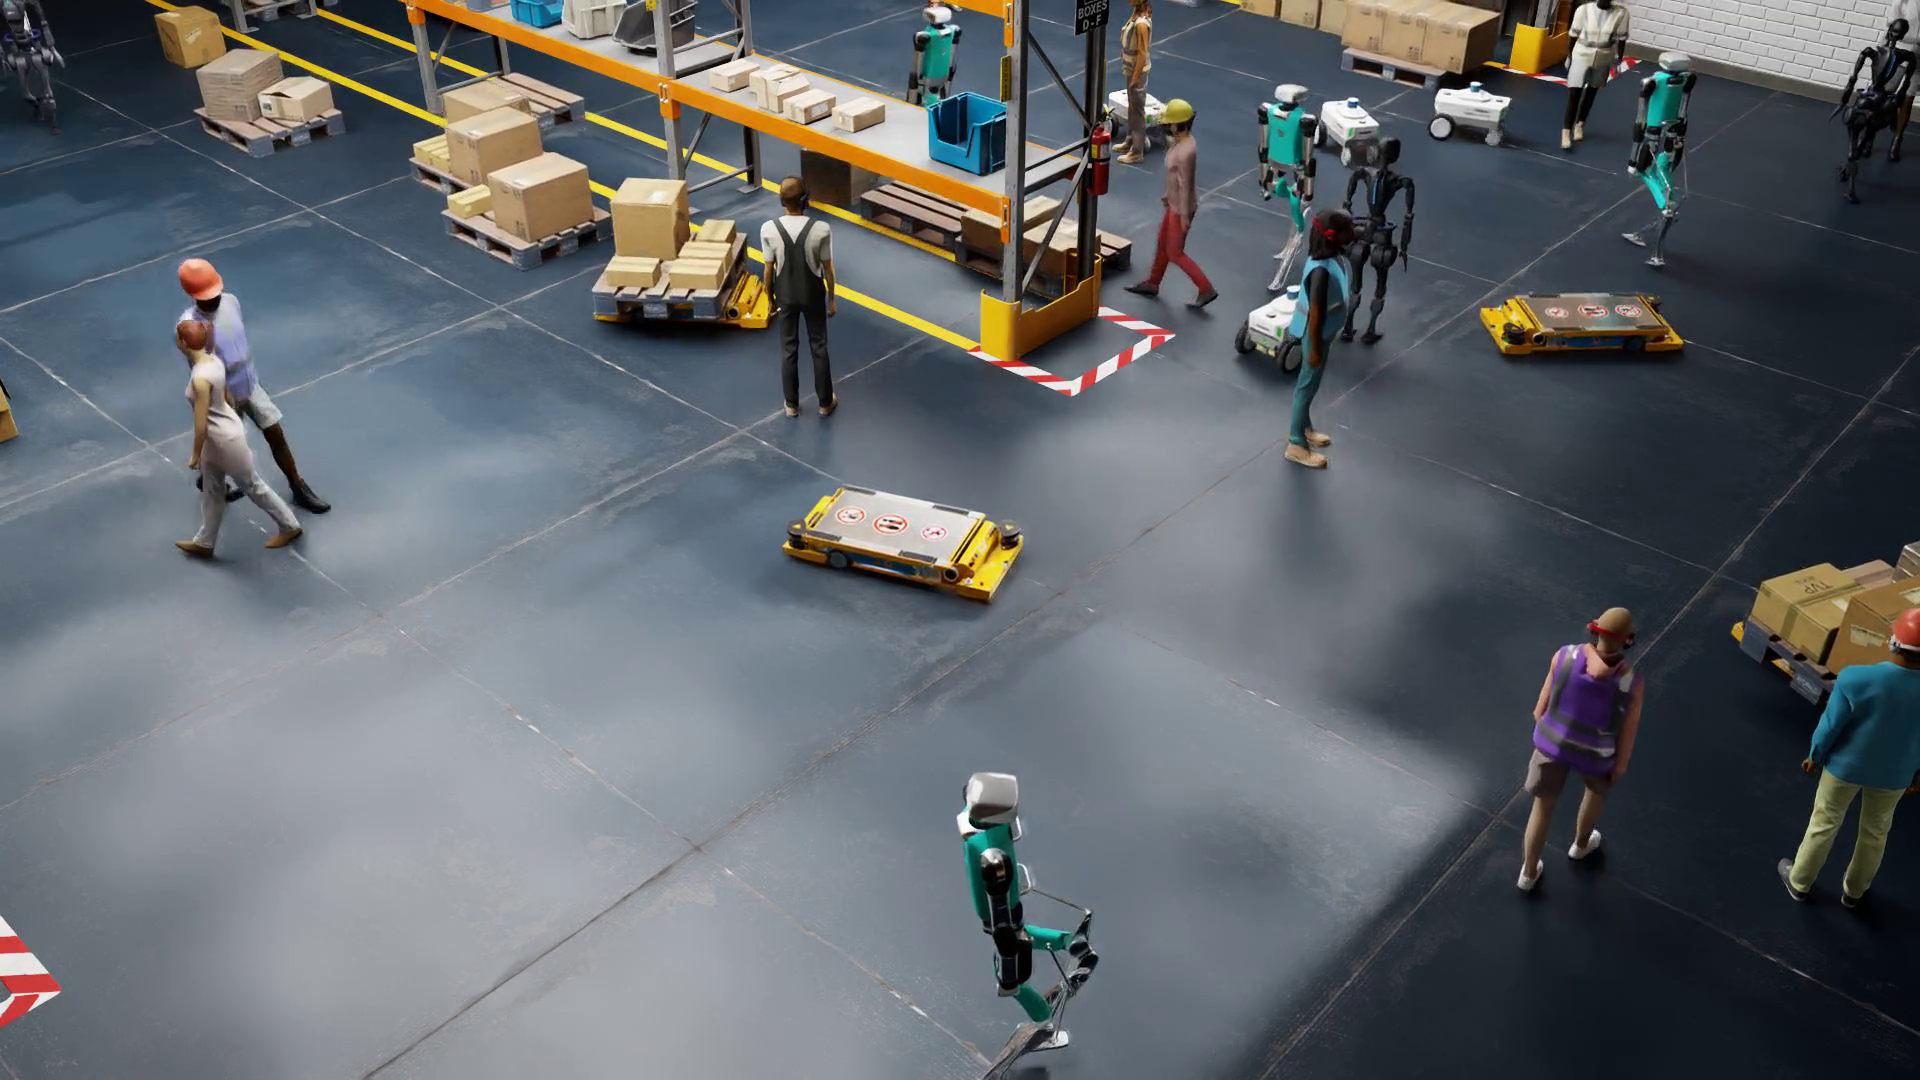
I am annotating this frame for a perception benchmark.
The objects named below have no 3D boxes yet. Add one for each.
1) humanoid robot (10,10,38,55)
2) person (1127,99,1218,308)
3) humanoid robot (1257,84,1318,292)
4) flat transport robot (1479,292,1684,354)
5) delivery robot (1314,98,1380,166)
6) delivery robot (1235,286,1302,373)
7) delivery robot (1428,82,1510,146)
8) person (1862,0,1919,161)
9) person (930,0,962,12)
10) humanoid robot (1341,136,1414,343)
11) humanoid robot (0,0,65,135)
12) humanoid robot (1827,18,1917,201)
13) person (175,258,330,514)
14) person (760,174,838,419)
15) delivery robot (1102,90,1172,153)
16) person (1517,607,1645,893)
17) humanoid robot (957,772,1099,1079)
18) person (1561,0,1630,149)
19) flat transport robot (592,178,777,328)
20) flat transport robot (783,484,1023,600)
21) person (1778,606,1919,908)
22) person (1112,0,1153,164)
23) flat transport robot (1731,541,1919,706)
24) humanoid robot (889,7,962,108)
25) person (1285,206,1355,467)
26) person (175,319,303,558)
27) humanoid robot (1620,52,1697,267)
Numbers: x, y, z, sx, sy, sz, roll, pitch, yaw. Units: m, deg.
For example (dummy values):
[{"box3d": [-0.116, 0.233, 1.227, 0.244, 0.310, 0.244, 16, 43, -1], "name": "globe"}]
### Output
[{"box3d": [-10.850, -6.445, 18.870, 0.538, 1.783, 0.867, -15, 37, -21], "name": "humanoid robot"}, {"box3d": [1.749, -2.701, 13.442, 0.777, 1.723, 0.573, 5, 35, 7], "name": "person"}, {"box3d": [2.831, -2.996, 13.886, 0.537, 1.778, 0.889, 27, 43, 34], "name": "humanoid robot"}, {"box3d": [4.970, -1.729, 13.315, 1.431, 0.231, 0.659, -2, 35, -2], "name": "flat transport robot"}, {"box3d": [3.849, -4.080, 16.462, 0.499, 0.587, 0.789, -8, 35, -11], "name": "delivery robot"}, {"box3d": [2.572, -1.693, 13.006, 0.782, 0.587, 0.499, -27, 43, -34], "name": "delivery robot"}, {"box3d": [5.167, -4.337, 16.826, 0.757, 0.576, 0.499, 14, 37, 20], "name": "delivery robot"}, {"box3d": [9.148, -4.629, 16.063, 0.547, 1.926, 0.379, 14, 37, 19], "name": "person"}, {"box3d": [-0.179, -7.215, 19.945, 0.485, 1.766, 0.324, -19, 39, -25], "name": "person"}, {"box3d": [3.219, -2.329, 12.954, 0.610, 1.658, 0.317, 19, 39, 26], "name": "humanoid robot"}, {"box3d": [-9.364, -4.932, 16.725, 0.586, 1.645, 0.477, -13, 37, -18], "name": "humanoid robot"}, {"box3d": [8.435, -4.020, 15.446, 0.615, 1.627, 0.795, 3, 35, 4], "name": "humanoid robot"}, {"box3d": [-4.778, -1.002, 10.842, 0.910, 1.894, 0.564, 11, 36, 15], "name": "person"}, {"box3d": [-1.143, -1.726, 11.927, 0.505, 1.842, 0.342, 0, 35, 0], "name": "person"}, {"box3d": [1.798, -4.278, 16.760, 0.499, 0.599, 0.784, -19, 39, -26], "name": "delivery robot"}, {"box3d": [3.054, 0.973, 8.168, 0.492, 1.670, 0.712, 20, 39, 26], "name": "person"}, {"box3d": [0.319, 1.686, 7.093, 0.878, 1.781, 0.537, -5, 35, -8], "name": "humanoid robot"}, {"box3d": [6.226, -4.669, 16.337, 0.555, 1.671, 0.731, 8, 35, 11], "name": "person"}, {"box3d": [-2.240, -1.998, 13.705, 1.431, 0.231, 0.659, 3, 35, 5], "name": "flat transport robot"}, {"box3d": [-0.369, -0.001, 10.811, 1.431, 0.231, 0.659, 12, 36, 17], "name": "flat transport robot"}, {"box3d": [4.361, 1.045, 7.987, 0.562, 1.751, 0.339, 9, 36, 13], "name": "person"}, {"box3d": [1.682, -4.529, 16.044, 0.307, 1.778, 0.459, -1, 35, -2], "name": "person"}, {"box3d": [5.269, 0.808, 9.639, 0.659, 0.231, 1.431, -14, 37, -19], "name": "flat transport robot"}, {"box3d": [-0.439, -4.183, 15.617, 0.559, 1.743, 1.037, -29, 44, -35], "name": "humanoid robot"}, {"box3d": [2.457, -1.408, 11.443, 0.374, 1.865, 0.538, 11, 36, 15], "name": "person"}, {"box3d": [-4.712, -0.624, 10.518, 0.783, 1.623, 0.418, -14, 37, -19], "name": "person"}, {"box3d": [6.059, -3.165, 14.124, 0.544, 1.774, 0.899, -12, 36, -17], "name": "humanoid robot"}]
